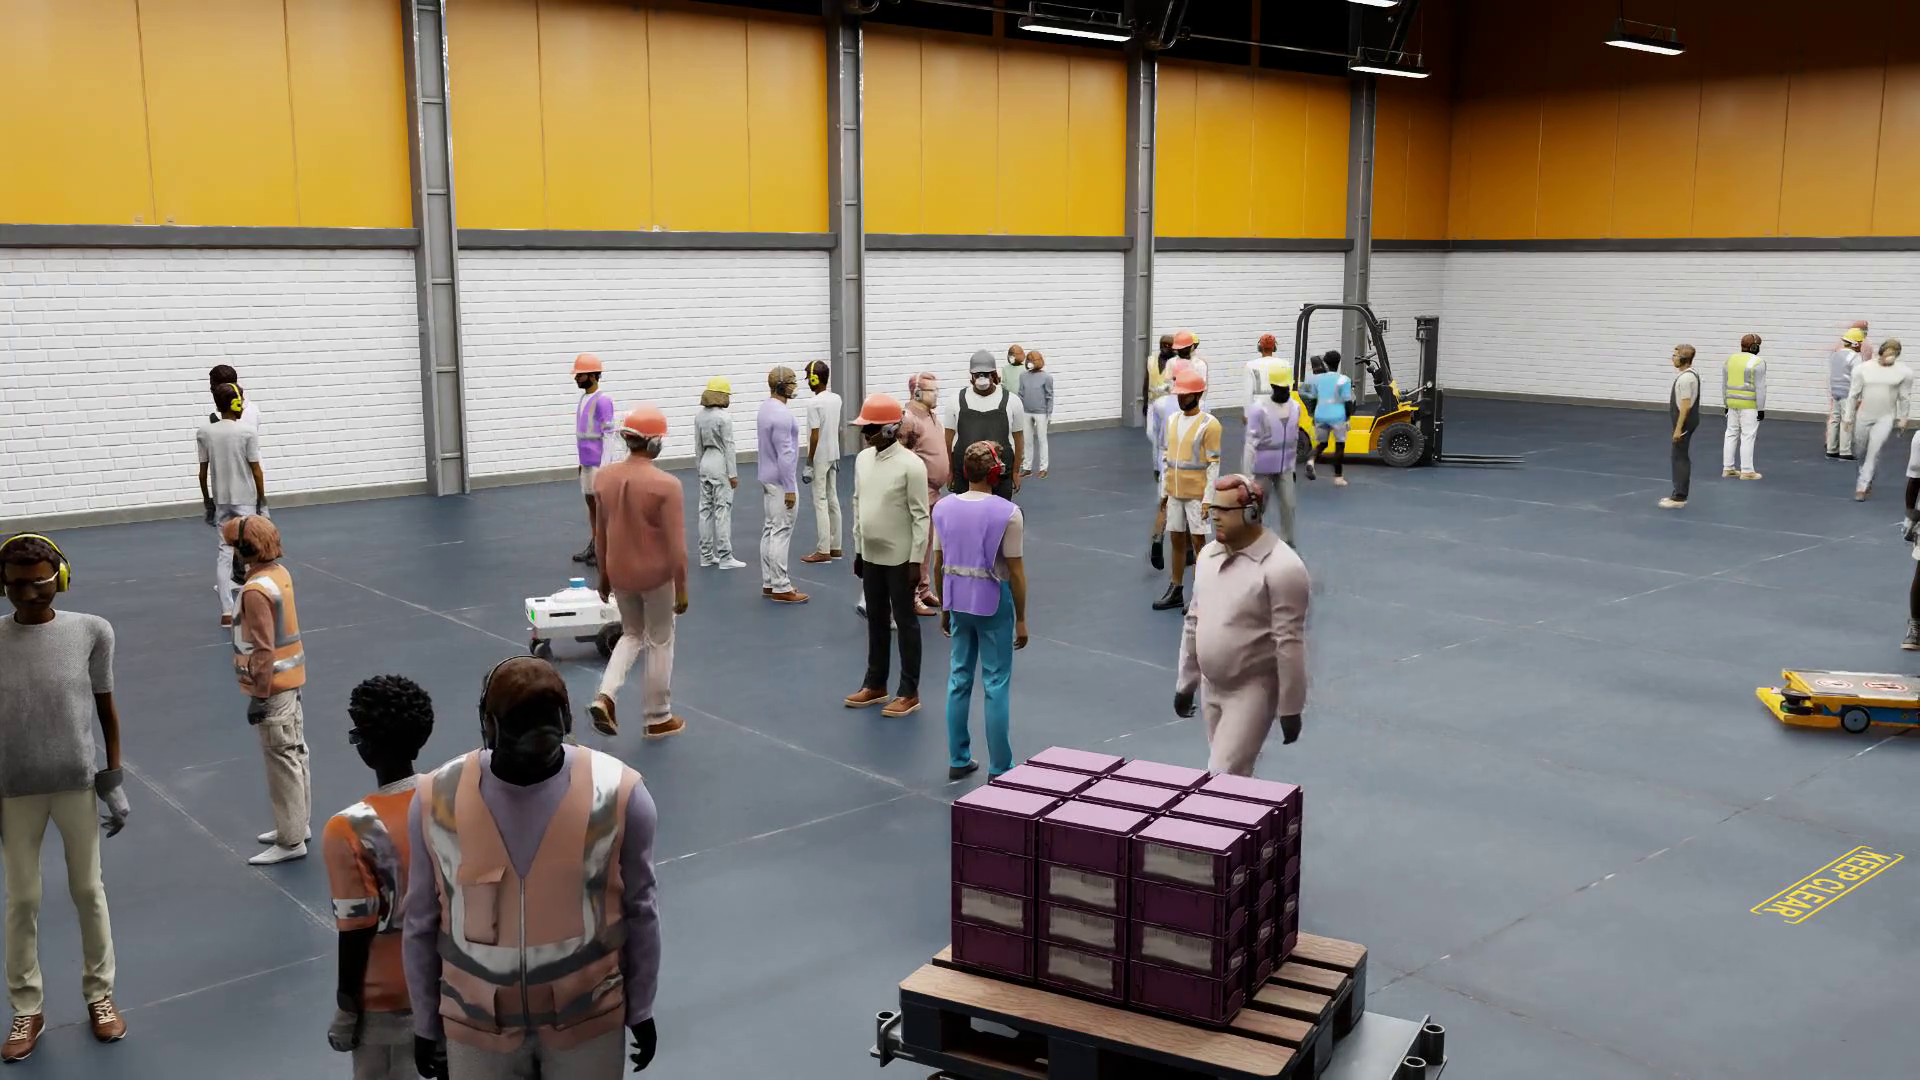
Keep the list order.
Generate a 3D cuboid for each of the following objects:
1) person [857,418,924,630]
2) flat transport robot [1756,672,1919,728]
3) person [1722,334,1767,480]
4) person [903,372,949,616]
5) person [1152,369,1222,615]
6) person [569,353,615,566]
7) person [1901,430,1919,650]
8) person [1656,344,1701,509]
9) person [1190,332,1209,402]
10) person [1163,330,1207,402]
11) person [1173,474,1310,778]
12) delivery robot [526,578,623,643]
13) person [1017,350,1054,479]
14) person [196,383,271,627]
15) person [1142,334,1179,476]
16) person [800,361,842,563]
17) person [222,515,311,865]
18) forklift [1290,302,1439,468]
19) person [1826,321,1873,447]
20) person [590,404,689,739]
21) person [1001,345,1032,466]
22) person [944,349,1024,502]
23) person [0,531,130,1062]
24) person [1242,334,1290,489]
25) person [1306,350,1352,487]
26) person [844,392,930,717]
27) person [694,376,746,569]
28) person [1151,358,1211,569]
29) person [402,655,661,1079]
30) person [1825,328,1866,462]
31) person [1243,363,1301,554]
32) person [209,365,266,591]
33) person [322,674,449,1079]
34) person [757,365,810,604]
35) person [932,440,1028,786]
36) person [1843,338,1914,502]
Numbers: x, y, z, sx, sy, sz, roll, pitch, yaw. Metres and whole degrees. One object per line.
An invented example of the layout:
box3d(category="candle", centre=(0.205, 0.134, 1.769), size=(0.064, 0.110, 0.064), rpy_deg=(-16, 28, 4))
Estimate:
box3d(category="person", centre=(-0.477, -0.110, 12.437), size=(0.402, 1.617, 0.549), rpy_deg=(-7, 12, -34))
box3d(category="flat transport robot", centre=(5.664, 0.976, 10.043), size=(1.431, 0.197, 0.652), rpy_deg=(2, 10, 12))
box3d(category="person", centre=(9.943, -1.688, 21.048), size=(0.429, 1.842, 0.637), rpy_deg=(-4, 10, -20))
box3d(category="person", centre=(-0.286, -0.371, 13.141), size=(0.410, 1.912, 0.641), rpy_deg=(3, 10, 17))
box3d(category="person", centre=(1.788, -0.378, 13.098), size=(0.355, 1.938, 0.544), rpy_deg=(-9, 13, -42))
box3d(category="person", centre=(-3.355, -0.730, 15.157), size=(0.359, 1.936, 0.552), rpy_deg=(-7, 12, -35))
box3d(category="person", centre=(7.031, -0.168, 11.788), size=(0.613, 1.961, 0.368), rpy_deg=(5, 11, 25))
box3d(category="person", centre=(8.056, -1.269, 18.602), size=(0.381, 1.836, 0.549), rpy_deg=(6, 11, 31))
box3d(category="person", centre=(3.196, -2.003, 23.117), size=(0.534, 1.767, 0.319), rpy_deg=(9, 13, 42))
box3d(category="person", centre=(2.686, -1.562, 20.064), size=(0.542, 1.927, 0.380), rpy_deg=(6, 12, 33))
box3d(category="person", centre=(1.144, 0.658, 7.187), size=(0.609, 1.885, 0.672), rpy_deg=(-5, 11, -27))
box3d(category="delivery robot", centre=(-2.679, 0.510, 11.672), size=(0.707, 0.478, 0.477), rpy_deg=(-3, 10, -18))
box3d(category="person", centre=(0.947, -1.595, 21.118), size=(0.507, 1.631, 0.270), rpy_deg=(6, 11, 32))
box3d(category="person", centre=(-5.496, -0.260, 12.631), size=(0.517, 1.865, 0.328), rpy_deg=(1, 10, 5))
box3d(category="person", centre=(2.662, -1.741, 21.399), size=(0.638, 1.830, 0.609), rpy_deg=(7, 12, 35))
box3d(category="person", centre=(-1.279, -0.712, 15.300), size=(0.329, 1.857, 0.510), rpy_deg=(5, 11, 26))
box3d(category="person", centre=(-3.206, 0.687, 7.739), size=(0.315, 1.637, 0.514), rpy_deg=(-2, 10, -12))
box3d(category="forklift", centre=(5.320, -2.157, 22.763), size=(2.313, 2.155, 1.214), rpy_deg=(3, 10, 16))
box3d(category="person", centre=(13.207, -2.284, 24.494), size=(0.972, 1.859, 0.661), rpy_deg=(-4, 11, -23))
box3d(category="person", centre=(-1.844, 0.208, 9.557), size=(0.634, 1.973, 0.572), rpy_deg=(5, 11, 26))
box3d(category="person", centre=(0.755, -1.814, 22.394), size=(0.498, 1.633, 0.285), rpy_deg=(7, 12, 36))
box3d(category="person", centre=(0.200, -0.594, 14.062), size=(0.683, 2.000, 0.537), rpy_deg=(0, 10, 1))
box3d(category="person", centre=(-3.230, 0.893, 5.886), size=(0.507, 1.862, 0.329), rpy_deg=(-5, 11, -27))
box3d(category="person", centre=(3.698, -1.542, 20.077), size=(0.572, 1.883, 0.355), rpy_deg=(-1, 10, -5))
box3d(category="person", centre=(4.481, -1.473, 20.258), size=(0.549, 1.681, 0.492), rpy_deg=(9, 13, 42))
box3d(category="person", centre=(-0.449, 0.087, 10.216), size=(0.392, 1.991, 0.612), rpy_deg=(-9, 13, -44))
box3d(category="person", centre=(-2.180, -0.609, 15.042), size=(0.483, 1.736, 0.311), rpy_deg=(8, 13, 40))
box3d(category="person", centre=(1.956, -0.663, 14.884), size=(0.539, 1.912, 0.765), rpy_deg=(4, 10, 20))
box3d(category="person", centre=(-1.069, 1.192, 4.179), size=(0.633, 1.845, 0.429), rpy_deg=(-1, 10, -8))
box3d(category="person", centre=(12.208, -1.997, 22.884), size=(0.403, 1.832, 0.594), rpy_deg=(-1, 10, -7))
box3d(category="person", centre=(2.815, -0.700, 15.192), size=(0.636, 1.879, 0.906), rpy_deg=(-4, 11, -24))
box3d(category="person", centre=(-6.087, -0.521, 14.026), size=(0.397, 1.911, 0.587), rpy_deg=(1, 10, 8))
box3d(category="person", centre=(-1.509, 1.201, 4.557), size=(0.317, 1.695, 0.540), rpy_deg=(5, 11, 26))
box3d(category="person", centre=(-1.457, -0.452, 13.527), size=(0.356, 1.938, 0.638), rpy_deg=(-4, 10, -20))
box3d(category="person", centre=(0.104, 0.392, 8.855), size=(0.563, 1.846, 0.390), rpy_deg=(6, 12, 33))
box3d(category="person", centre=(10.646, -1.410, 19.287), size=(0.671, 1.887, 0.925), rpy_deg=(7, 12, 35))
